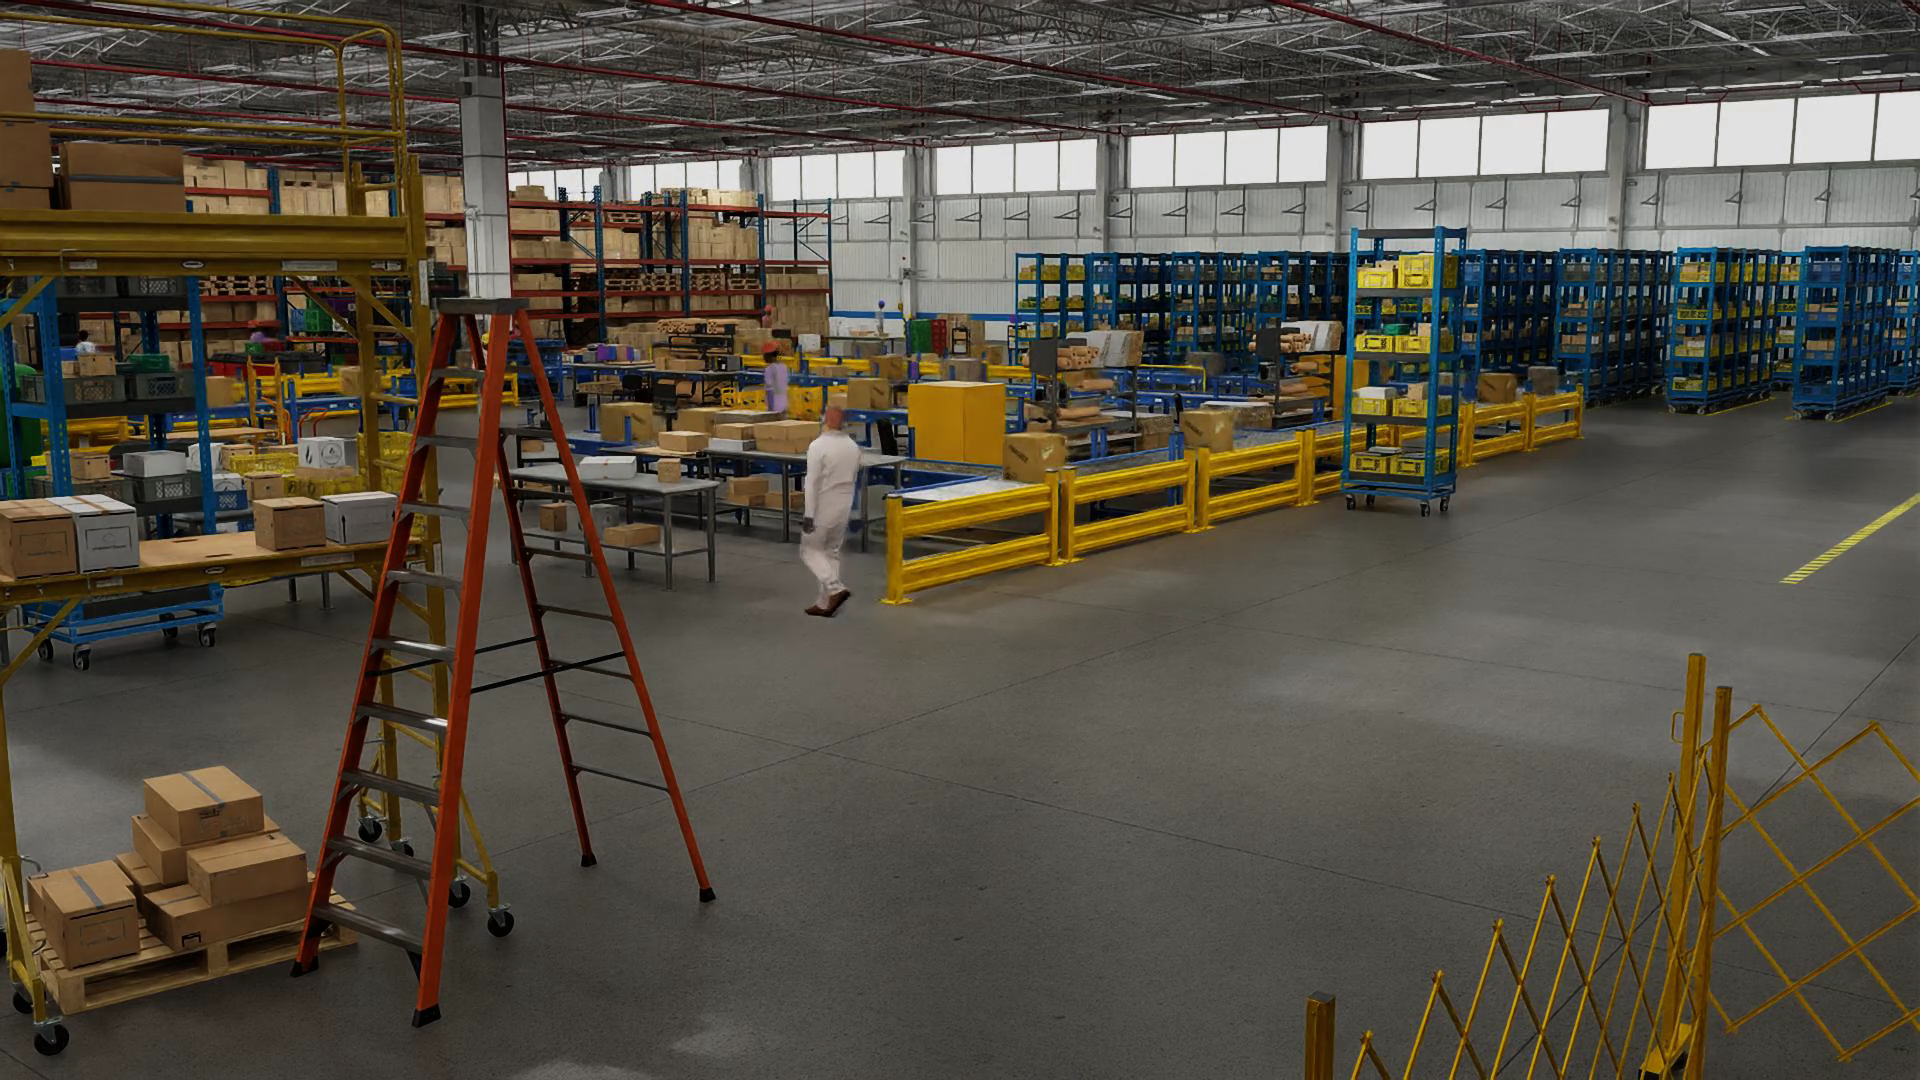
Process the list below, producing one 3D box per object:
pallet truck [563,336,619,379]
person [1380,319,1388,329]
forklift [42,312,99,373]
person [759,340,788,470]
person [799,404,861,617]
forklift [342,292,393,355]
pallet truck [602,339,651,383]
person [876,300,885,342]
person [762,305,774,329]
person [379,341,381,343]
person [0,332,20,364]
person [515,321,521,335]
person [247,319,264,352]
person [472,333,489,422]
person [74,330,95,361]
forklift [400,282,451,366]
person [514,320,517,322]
[{"bbox_3d":[-10.690,-5.294,48.215,1.601,1.201,0.680,-5,10,-26],"label":"pallet truck"},{"bbox_3d":[12.394,-5.730,49.148,0.672,1.797,0.872,2,9,11],"label":"person"},{"bbox_3d":[-23.779,-5.451,44.052,1.873,2.768,1.129,7,11,36],"label":"forklift"},{"bbox_3d":[-2.835,-2.024,25.338,0.475,2.019,0.608,5,10,26],"label":"person"},{"bbox_3d":[-1.137,-0.247,14.672,0.484,1.885,0.683,6,11,35],"label":"person"},{"bbox_3d":[-16.485,-5.622,45.120,1.129,2.768,1.873,7,11,37],"label":"forklift"},{"bbox_3d":[-8.991,-4.871,45.351,0.653,1.274,1.630,7,11,37],"label":"pallet truck"},{"bbox_3d":[-3.259,-8.857,68.229,0.409,1.946,0.615,1,9,6],"label":"person"},{"bbox_3d":[-6.345,-6.784,55.128,0.396,1.992,0.623,3,10,19],"label":"person"},{"bbox_3d":[-17.797,-5.904,50.379,0.517,1.757,0.336,-7,12,-38],"label":"person"},{"bbox_3d":[-23.732,-4.423,41.516,0.267,1.632,0.507,8,12,41],"label":"person"},{"bbox_3d":[-12.533,-5.348,46.992,0.537,1.739,0.495,1,9,5],"label":"person"},{"bbox_3d":[-17.652,-4.553,41.502,0.893,1.887,0.588,-7,11,-35],"label":"person"},{"bbox_3d":[-9.638,-3.298,33.907,0.403,1.822,0.588,9,13,44],"label":"person"},{"bbox_3d":[-21.229,-4.226,40.201,0.812,1.663,0.538,2,9,11],"label":"person"},{"bbox_3d":[-15.951,-6.478,50.461,1.129,2.768,1.873,7,11,36],"label":"forklift"},{"bbox_3d":[-16.471,-7.692,61.463,0.614,1.787,0.932,5,10,30],"label":"person"}]
